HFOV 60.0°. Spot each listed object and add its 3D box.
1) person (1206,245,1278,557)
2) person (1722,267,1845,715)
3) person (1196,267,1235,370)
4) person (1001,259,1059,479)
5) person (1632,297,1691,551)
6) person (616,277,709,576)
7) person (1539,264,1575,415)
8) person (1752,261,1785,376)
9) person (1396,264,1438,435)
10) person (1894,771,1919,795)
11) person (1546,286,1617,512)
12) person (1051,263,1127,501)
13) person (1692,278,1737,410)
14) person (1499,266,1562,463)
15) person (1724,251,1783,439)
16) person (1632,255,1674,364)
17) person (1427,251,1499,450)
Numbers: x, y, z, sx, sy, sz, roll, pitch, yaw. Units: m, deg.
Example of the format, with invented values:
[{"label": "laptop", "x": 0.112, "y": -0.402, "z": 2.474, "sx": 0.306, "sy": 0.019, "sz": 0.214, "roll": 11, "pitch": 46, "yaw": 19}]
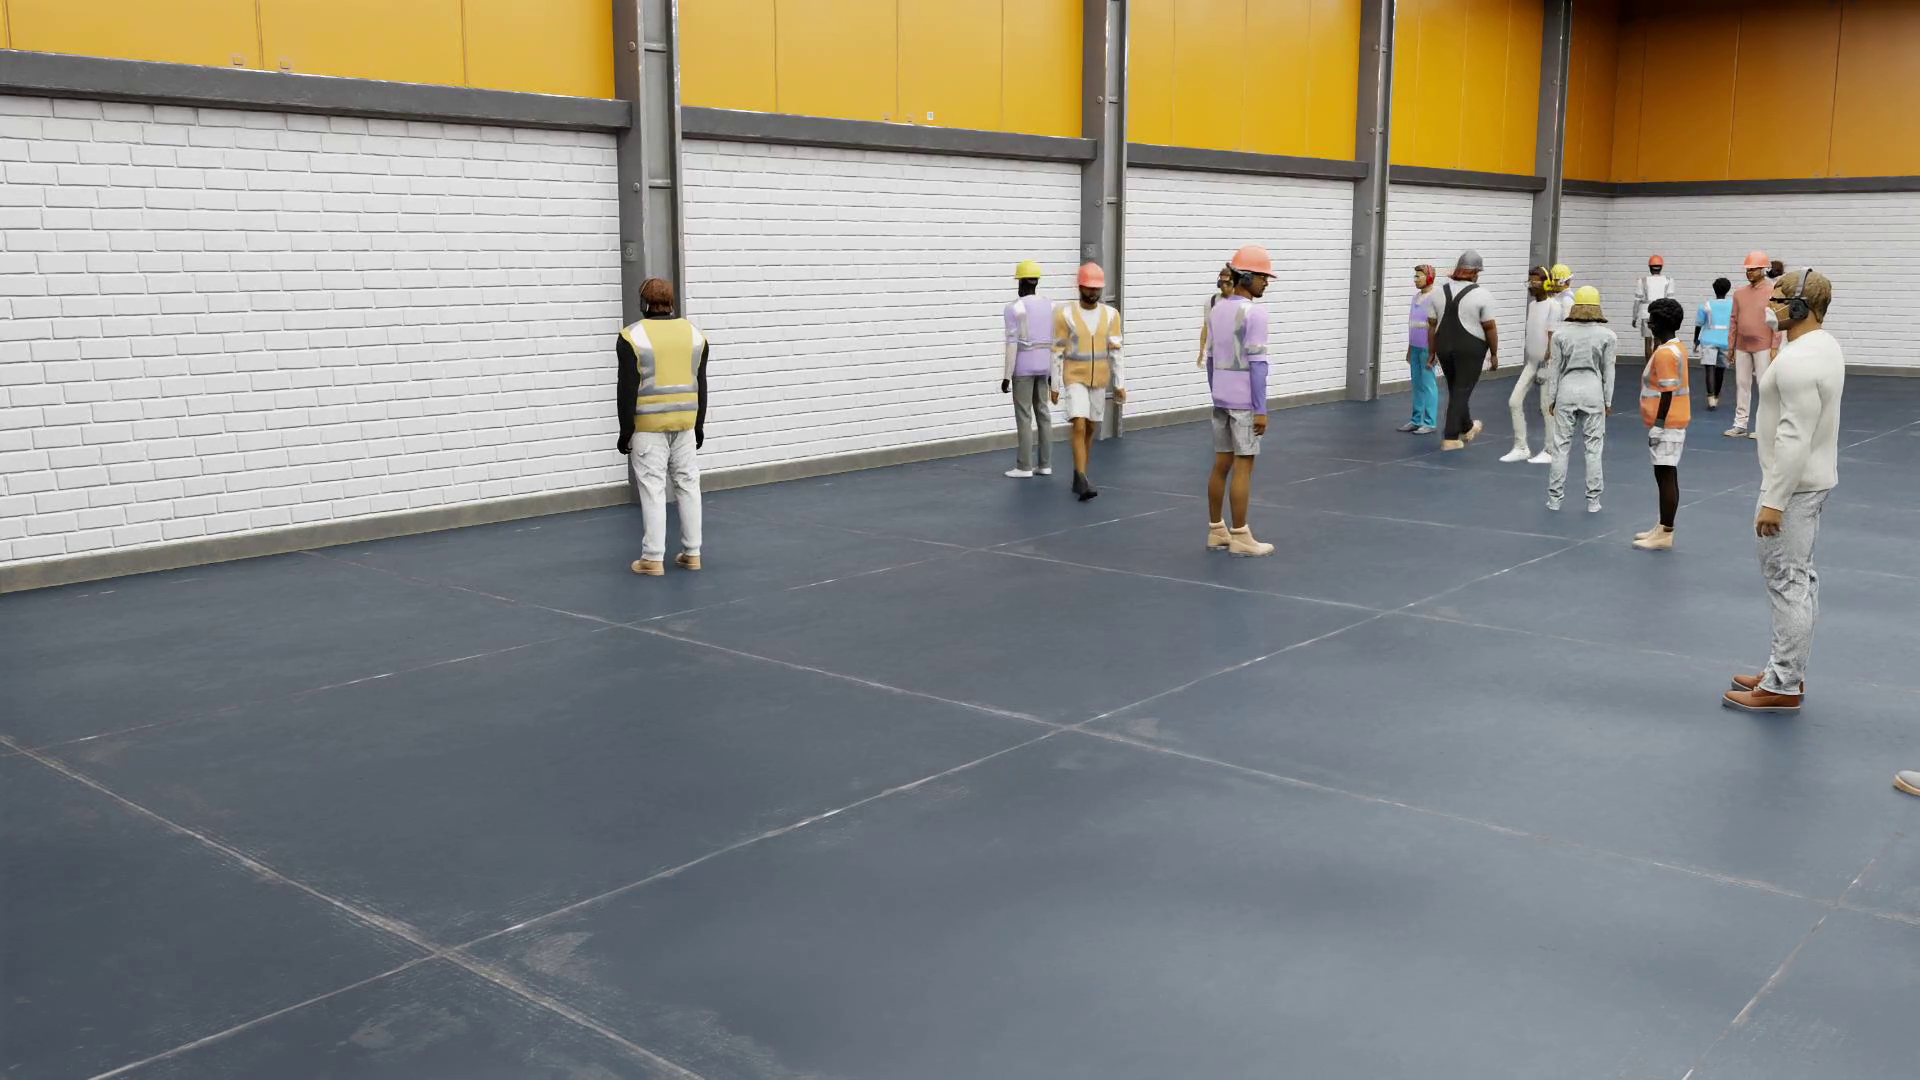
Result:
[{"label": "person", "x": 1.864, "y": -0.911, "z": 10.983, "sx": 0.402, "sy": 2.036, "sz": 0.609, "roll": -4, "pitch": 11, "yaw": -21}, {"label": "person", "x": 3.613, "y": -0.208, "z": 7.259, "sx": 0.372, "sy": 1.940, "sz": 0.632, "roll": 7, "pitch": 12, "yaw": 33}, {"label": "person", "x": 2.795, "y": -1.963, "z": 17.574, "sx": 0.538, "sy": 1.824, "sz": 0.489, "roll": 5, "pitch": 11, "yaw": 28}, {"label": "person", "x": 0.604, "y": -1.505, "z": 14.676, "sx": 0.593, "sy": 1.924, "sz": 0.381, "roll": -7, "pitch": 12, "yaw": -37}, {"label": "person", "x": 4.730, "y": -0.775, "z": 11.178, "sx": 0.322, "sy": 1.694, "sz": 0.536, "roll": 5, "pitch": 11, "yaw": 28}, {"label": "person", "x": -1.862, "y": -0.703, "z": 10.352, "sx": 0.625, "sy": 1.843, "sz": 0.430, "roll": -8, "pitch": 13, "yaw": -39}, {"label": "person", "x": 7.166, "y": -2.376, "z": 19.912, "sx": 0.403, "sy": 1.827, "sz": 0.601, "roll": 2, "pitch": 10, "yaw": 10}, {"label": "person", "x": 12.864, "y": -3.474, "z": 26.258, "sx": 0.666, "sy": 1.822, "sz": 0.518, "roll": -7, "pitch": 12, "yaw": -36}, {"label": "person", "x": 5.071, "y": -2.075, "z": 18.145, "sx": 0.380, "sy": 1.845, "sz": 0.570, "roll": -3, "pitch": 10, "yaw": -16}, {"label": "person", "x": 3.728, "y": 0.028, "z": 6.076, "sx": 0.574, "sy": 1.881, "sz": 0.357, "roll": -7, "pitch": 12, "yaw": -33}, {"label": "person", "x": 4.796, "y": -1.088, "z": 12.857, "sx": 0.482, "sy": 1.735, "sz": 0.339, "roll": 4, "pitch": 11, "yaw": 23}, {"label": "person", "x": 1.054, "y": -1.267, "z": 13.407, "sx": 0.555, "sy": 1.889, "sz": 0.919, "roll": -3, "pitch": 10, "yaw": -17}, {"label": "person", "x": 9.515, "y": -2.464, "z": 20.909, "sx": 0.541, "sy": 1.657, "sz": 0.857, "roll": 3, "pitch": 10, "yaw": 15}, {"label": "person", "x": 5.371, "y": -1.618, "z": 15.548, "sx": 0.650, "sy": 1.844, "sz": 0.516, "roll": -3, "pitch": 10, "yaw": -17}, {"label": "person", "x": 8.460, "y": -2.069, "z": 17.738, "sx": 0.396, "sy": 1.989, "sz": 0.619, "roll": -5, "pitch": 11, "yaw": -28}, {"label": "person", "x": 10.953, "y": -3.542, "z": 26.339, "sx": 0.578, "sy": 1.895, "sz": 0.918, "roll": 3, "pitch": 10, "yaw": 15}, {"label": "person", "x": 5.201, "y": -1.960, "z": 16.943, "sx": 1.016, "sy": 2.000, "sz": 0.688, "roll": -8, "pitch": 13, "yaw": -38}]
